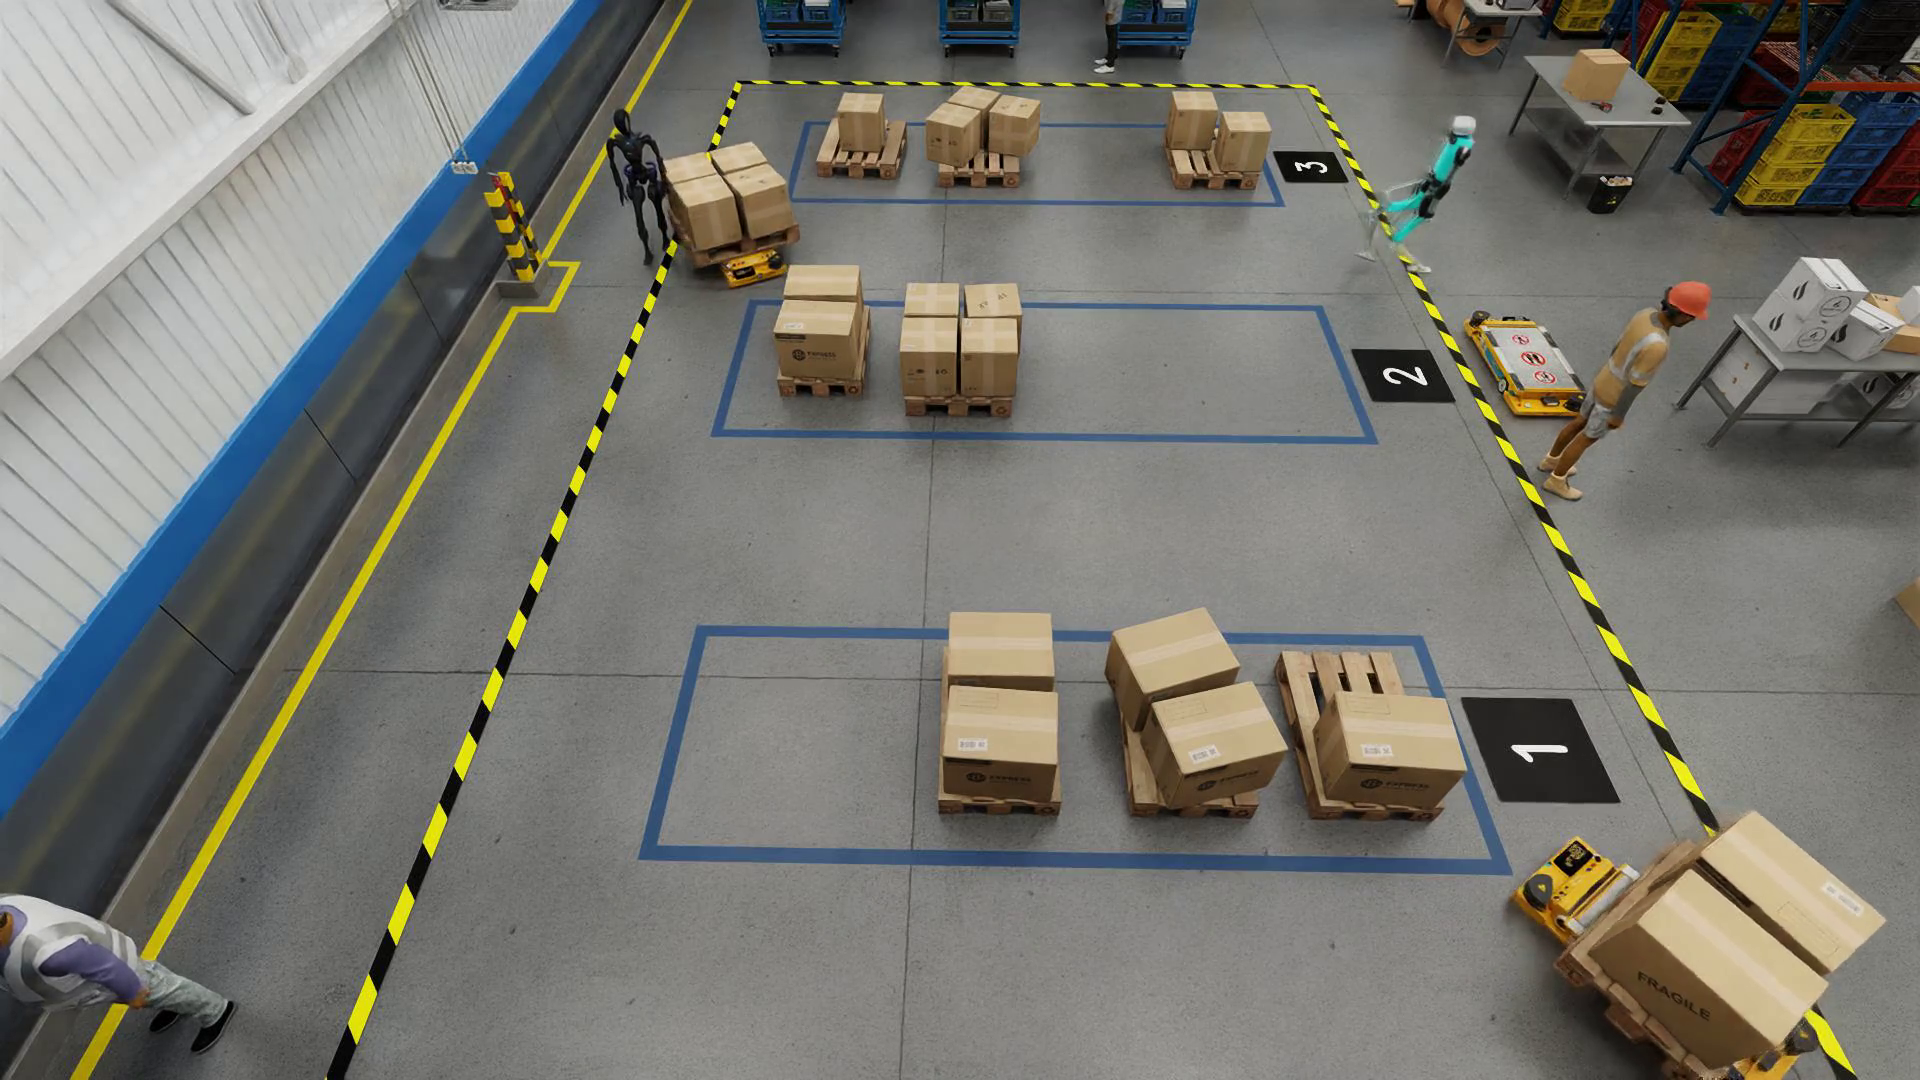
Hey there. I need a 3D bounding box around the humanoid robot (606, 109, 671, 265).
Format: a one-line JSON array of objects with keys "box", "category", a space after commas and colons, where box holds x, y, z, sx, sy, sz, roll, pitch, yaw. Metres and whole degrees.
[{"box": [-3.415, -3.813, 9.913, 0.615, 1.637, 0.626, -7, 49, -6], "category": "humanoid robot"}]

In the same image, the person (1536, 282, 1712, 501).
[{"box": [5.315, -1.188, 7.396, 0.388, 2.034, 0.604, 15, 51, 12], "category": "person"}]

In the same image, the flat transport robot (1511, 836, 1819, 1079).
[{"box": [4.096, 2.474, 5.374, 0.652, 0.197, 1.431, -27, 54, -21], "category": "flat transport robot"}]

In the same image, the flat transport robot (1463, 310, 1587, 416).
[{"box": [5.573, -1.757, 9.054, 0.659, 0.231, 1.431, 1, 49, 1], "category": "flat transport robot"}]

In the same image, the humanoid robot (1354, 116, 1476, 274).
[{"box": [4.751, -3.606, 9.722, 1.038, 1.769, 0.539, 9, 50, 8], "category": "humanoid robot"}]

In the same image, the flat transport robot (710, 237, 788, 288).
[{"box": [-2.538, -3.405, 10.462, 0.652, 0.197, 1.431, -22, 53, -18], "category": "flat transport robot"}]

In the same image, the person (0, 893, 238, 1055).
[{"box": [-4.373, 2.182, 4.616, 0.590, 1.823, 0.404, 18, 51, 15], "category": "person"}]

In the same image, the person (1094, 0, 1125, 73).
[{"box": [2.166, -7.721, 13.172, 0.399, 1.848, 0.587, 8, 50, 7], "category": "person"}]
